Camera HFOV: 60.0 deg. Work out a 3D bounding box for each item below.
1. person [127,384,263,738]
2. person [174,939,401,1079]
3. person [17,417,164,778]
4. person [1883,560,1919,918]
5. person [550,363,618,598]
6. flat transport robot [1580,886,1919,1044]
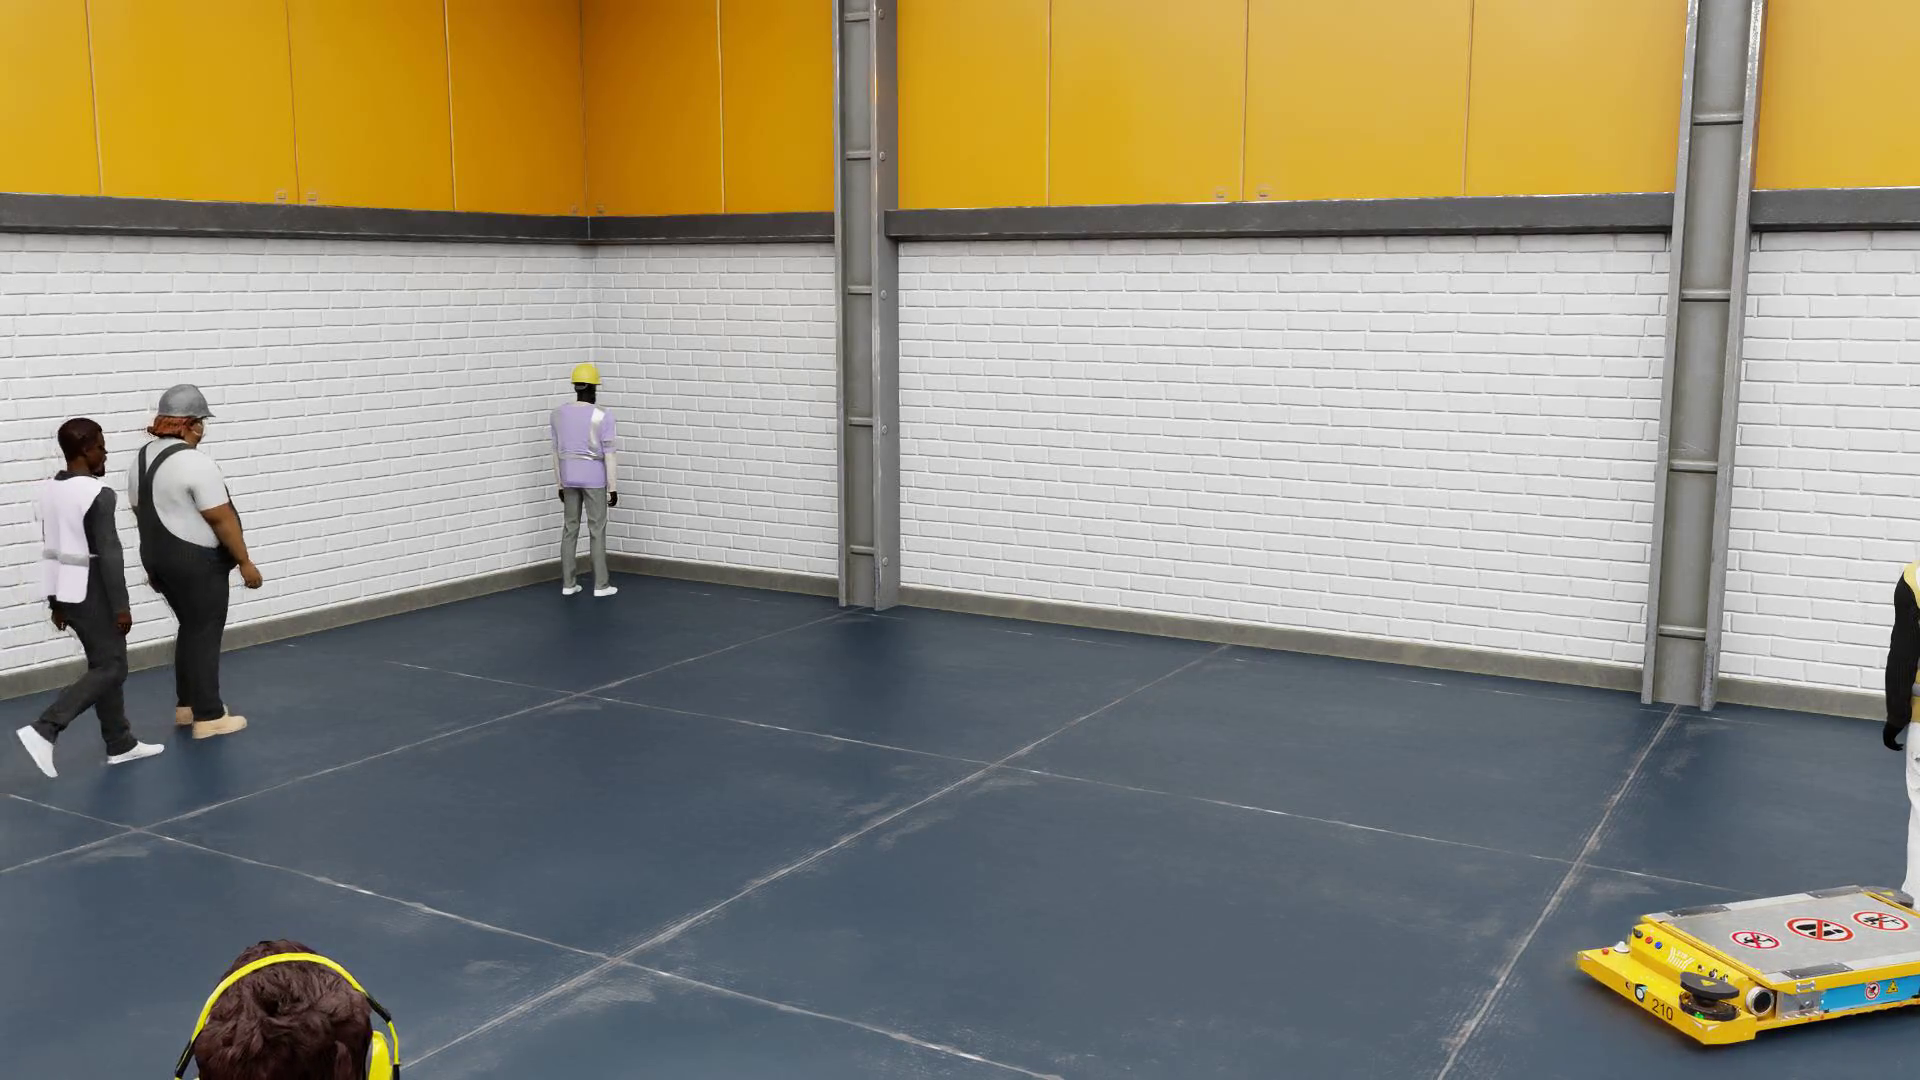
[{"bbox_3d":[-4.368,0.115,9.504,0.702,2.000,0.536,7,12,38],"label":"person"},{"bbox_3d":[-0.762,1.400,2.041,0.313,1.862,0.535,6,11,34],"label":"person"},{"bbox_3d":[-4.642,0.306,8.765,0.607,1.897,0.726,7,11,36],"label":"person"},{"bbox_3d":[3.936,0.699,6.478,0.622,1.845,0.429,4,10,21],"label":"person"},{"bbox_3d":[-3.065,-0.486,13.658,0.580,1.918,0.405,3,9,16],"label":"person"},{"bbox_3d":[3.101,1.538,6.127,1.431,0.197,0.652,-3,10,-17],"label":"flat transport robot"}]
